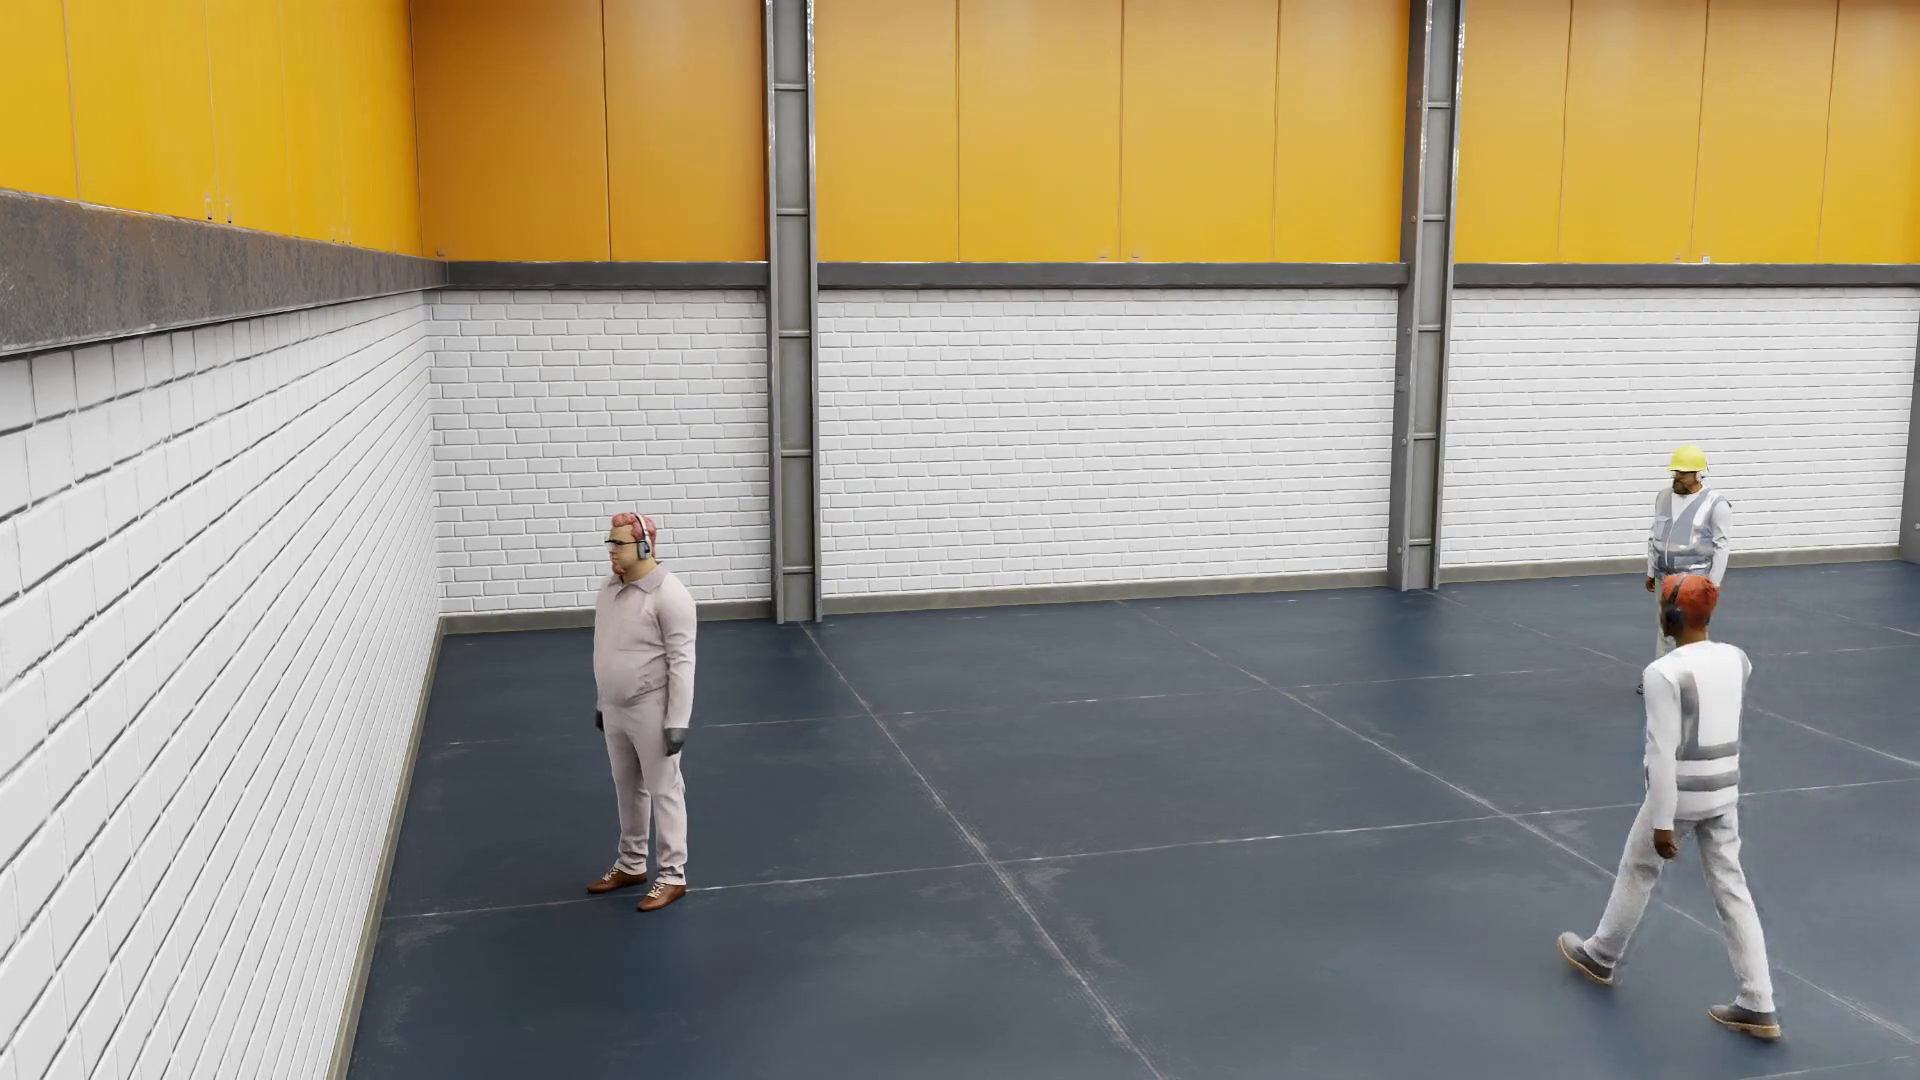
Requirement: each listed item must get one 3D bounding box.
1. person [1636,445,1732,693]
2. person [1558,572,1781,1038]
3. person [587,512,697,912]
[{"bbox_3d":[5.122,0.237,11.798,0.404,1.827,0.600,-5,11,-30],"label":"person"},{"bbox_3d":[2.955,1.044,6.778,0.579,1.837,0.993,-4,10,-24],"label":"person"},{"bbox_3d":[-1.547,0.812,7.971,0.638,1.910,0.402,8,12,42],"label":"person"}]
